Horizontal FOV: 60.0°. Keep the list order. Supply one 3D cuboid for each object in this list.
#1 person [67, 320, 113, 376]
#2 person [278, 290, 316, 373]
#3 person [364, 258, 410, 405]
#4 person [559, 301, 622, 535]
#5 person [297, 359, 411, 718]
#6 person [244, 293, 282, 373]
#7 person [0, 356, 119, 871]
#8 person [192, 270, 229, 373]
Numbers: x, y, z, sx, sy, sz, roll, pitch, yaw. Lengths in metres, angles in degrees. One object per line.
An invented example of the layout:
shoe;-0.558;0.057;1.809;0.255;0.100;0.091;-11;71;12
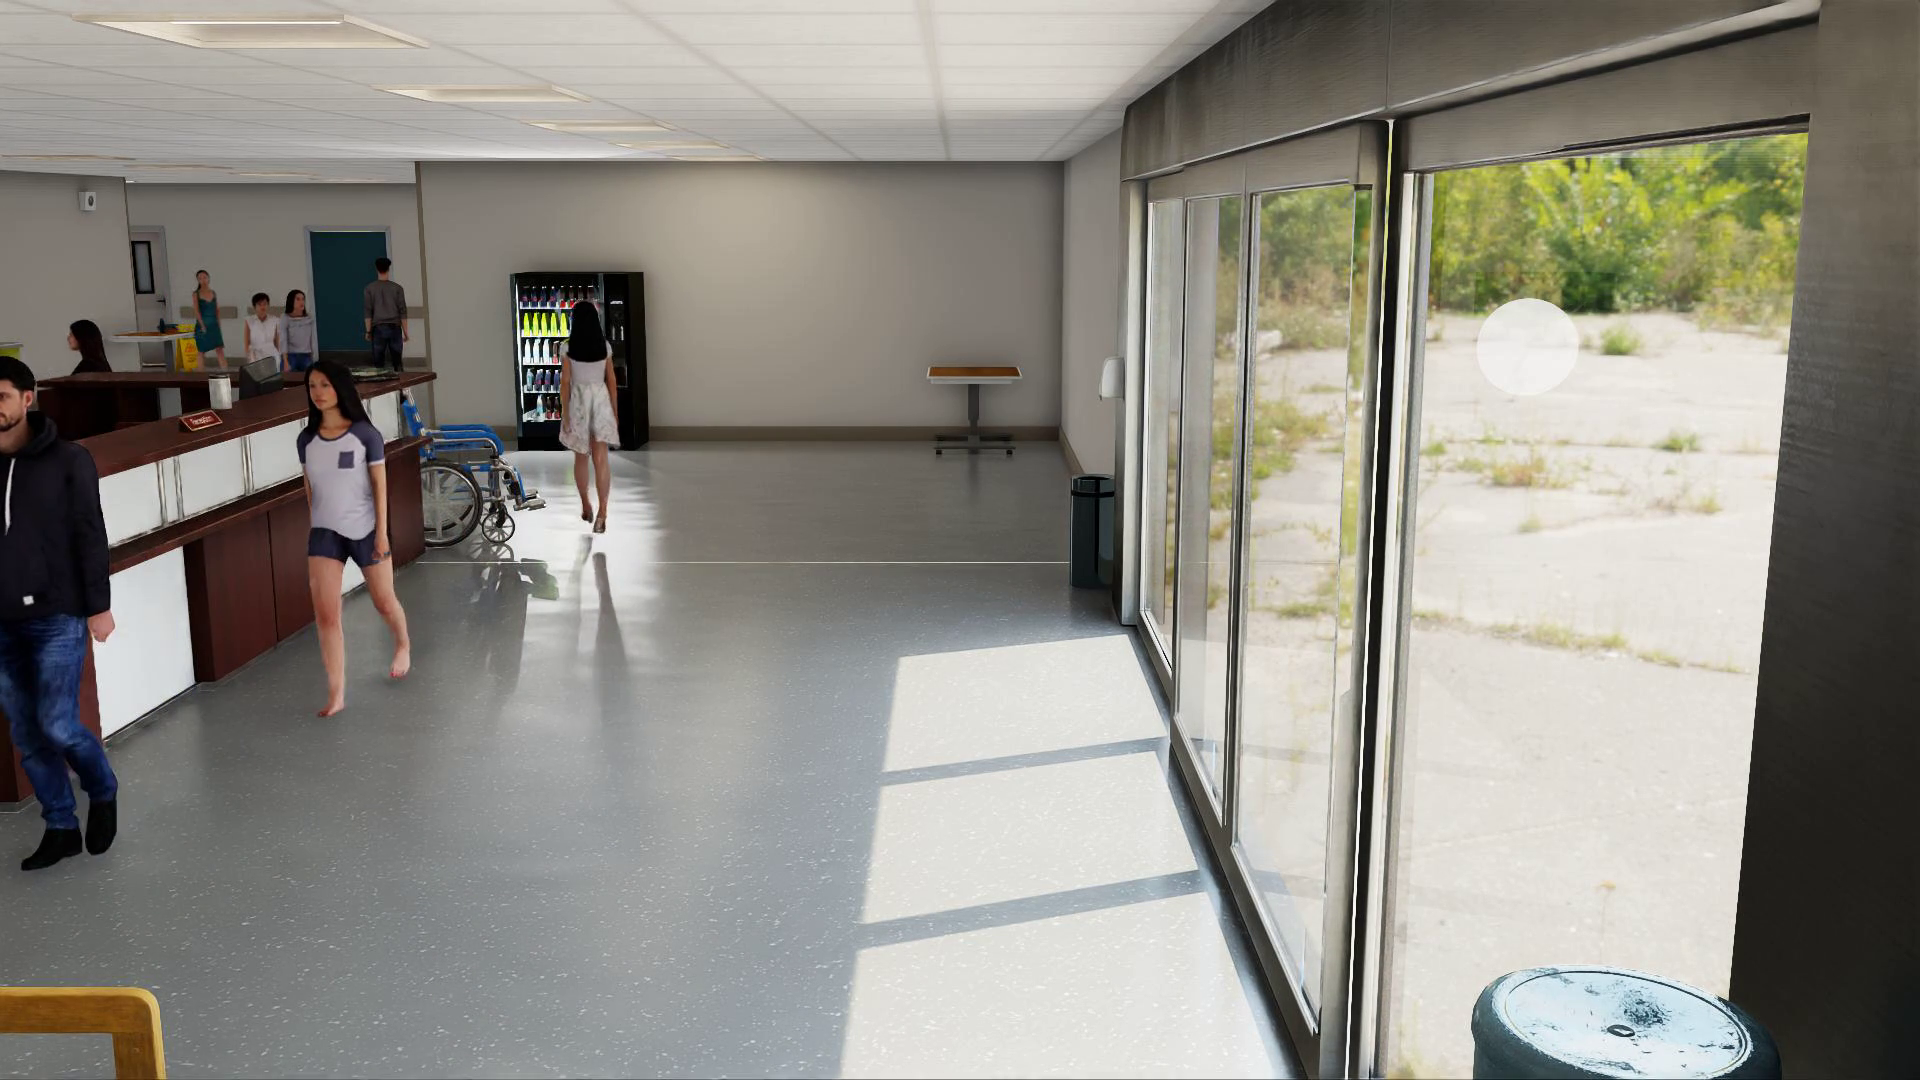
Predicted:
person;-6.389;-0.827;12.496;1.056;1.617;0.826;-4;11;-19
person;-7.407;-1.941;18.429;1.141;1.593;1.052;9;14;41
person;-7.494;-2.727;21.734;0.662;1.906;0.831;-3;11;-17
person;-2.728;-0.858;12.384;1.186;1.719;0.920;-4;11;-20
person;-2.949;-0.024;8.137;1.059;1.664;0.665;0;11;0
person;-8.181;-2.109;19.495;0.893;1.526;0.849;-5;12;-26
person;-3.323;0.260;6.072;0.595;1.876;0.746;1;11;3
person;-10.924;-3.020;24.017;1.117;1.630;1.024;9;14;40
